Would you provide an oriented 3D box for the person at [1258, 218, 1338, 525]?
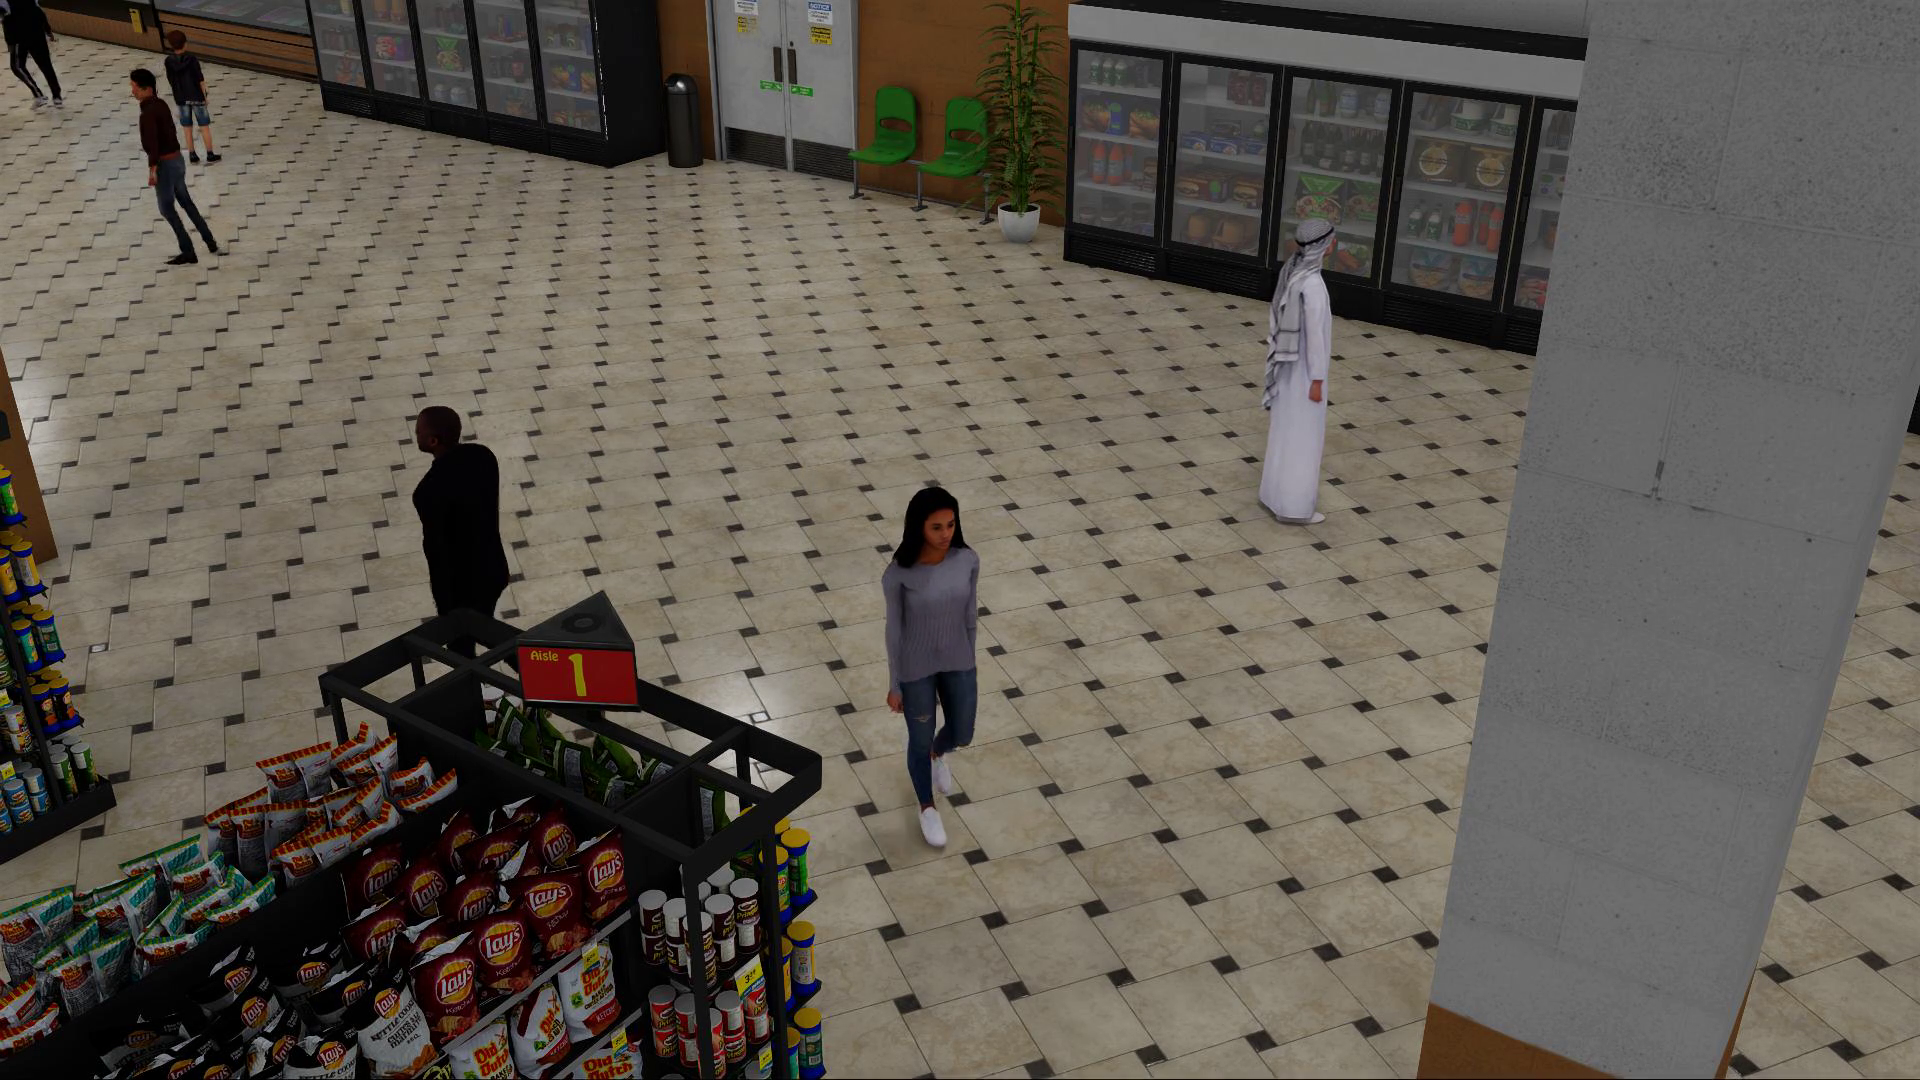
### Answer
[{"bbox_3d":[2.102,-1.047,10.258,0.855,1.926,0.795,-5,27,-9],"label":"person"}]

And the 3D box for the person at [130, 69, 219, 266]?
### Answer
[{"bbox_3d":[-7.108,-3.366,15.023,0.971,1.752,0.886,1,27,3],"label":"person"}]

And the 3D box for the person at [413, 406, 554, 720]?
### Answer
[{"bbox_3d":[-2.255,0.209,7.916,0.888,1.803,0.897,9,28,17],"label":"person"}]

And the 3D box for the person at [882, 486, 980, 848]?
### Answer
[{"bbox_3d":[-0.156,0.519,7.392,0.828,1.726,0.875,-9,28,-17],"label":"person"}]

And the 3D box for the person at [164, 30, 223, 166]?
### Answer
[{"bbox_3d":[-8.501,-4.886,18.354,0.625,1.451,0.681,-4,27,-7],"label":"person"}]

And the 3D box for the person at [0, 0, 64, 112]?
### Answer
[{"bbox_3d":[-11.559,-6.257,20.656,0.899,1.813,0.548,21,34,35],"label":"person"}]
